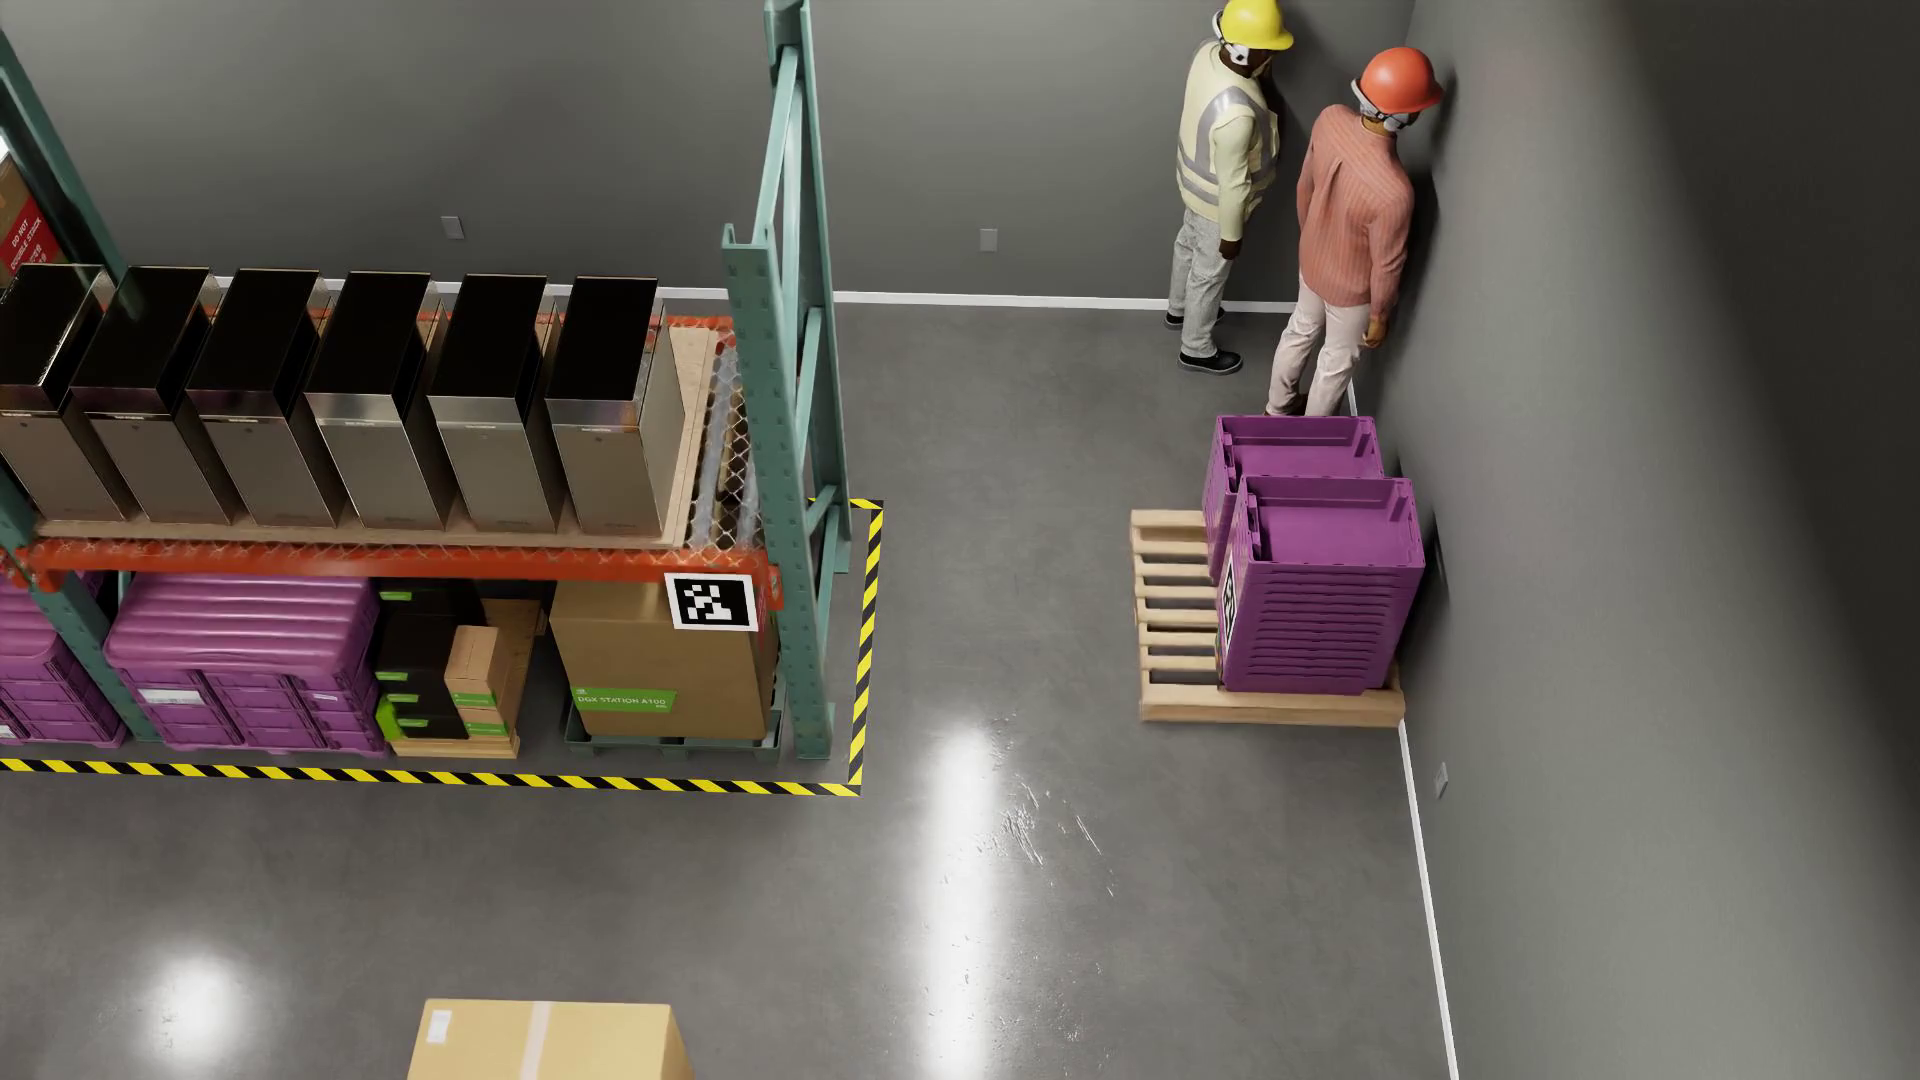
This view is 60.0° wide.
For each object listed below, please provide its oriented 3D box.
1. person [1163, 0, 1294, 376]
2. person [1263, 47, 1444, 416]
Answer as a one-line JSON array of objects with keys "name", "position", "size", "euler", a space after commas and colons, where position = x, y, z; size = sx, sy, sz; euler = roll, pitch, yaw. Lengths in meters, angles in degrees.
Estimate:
[{"name": "person", "position": [1.095, -1.471, 6.917], "size": [0.404, 1.828, 0.602], "euler": [-5, 52, -4]}, {"name": "person", "position": [1.513, -1.057, 6.489], "size": [0.384, 1.993, 0.623], "euler": [-18, 54, -14]}]
